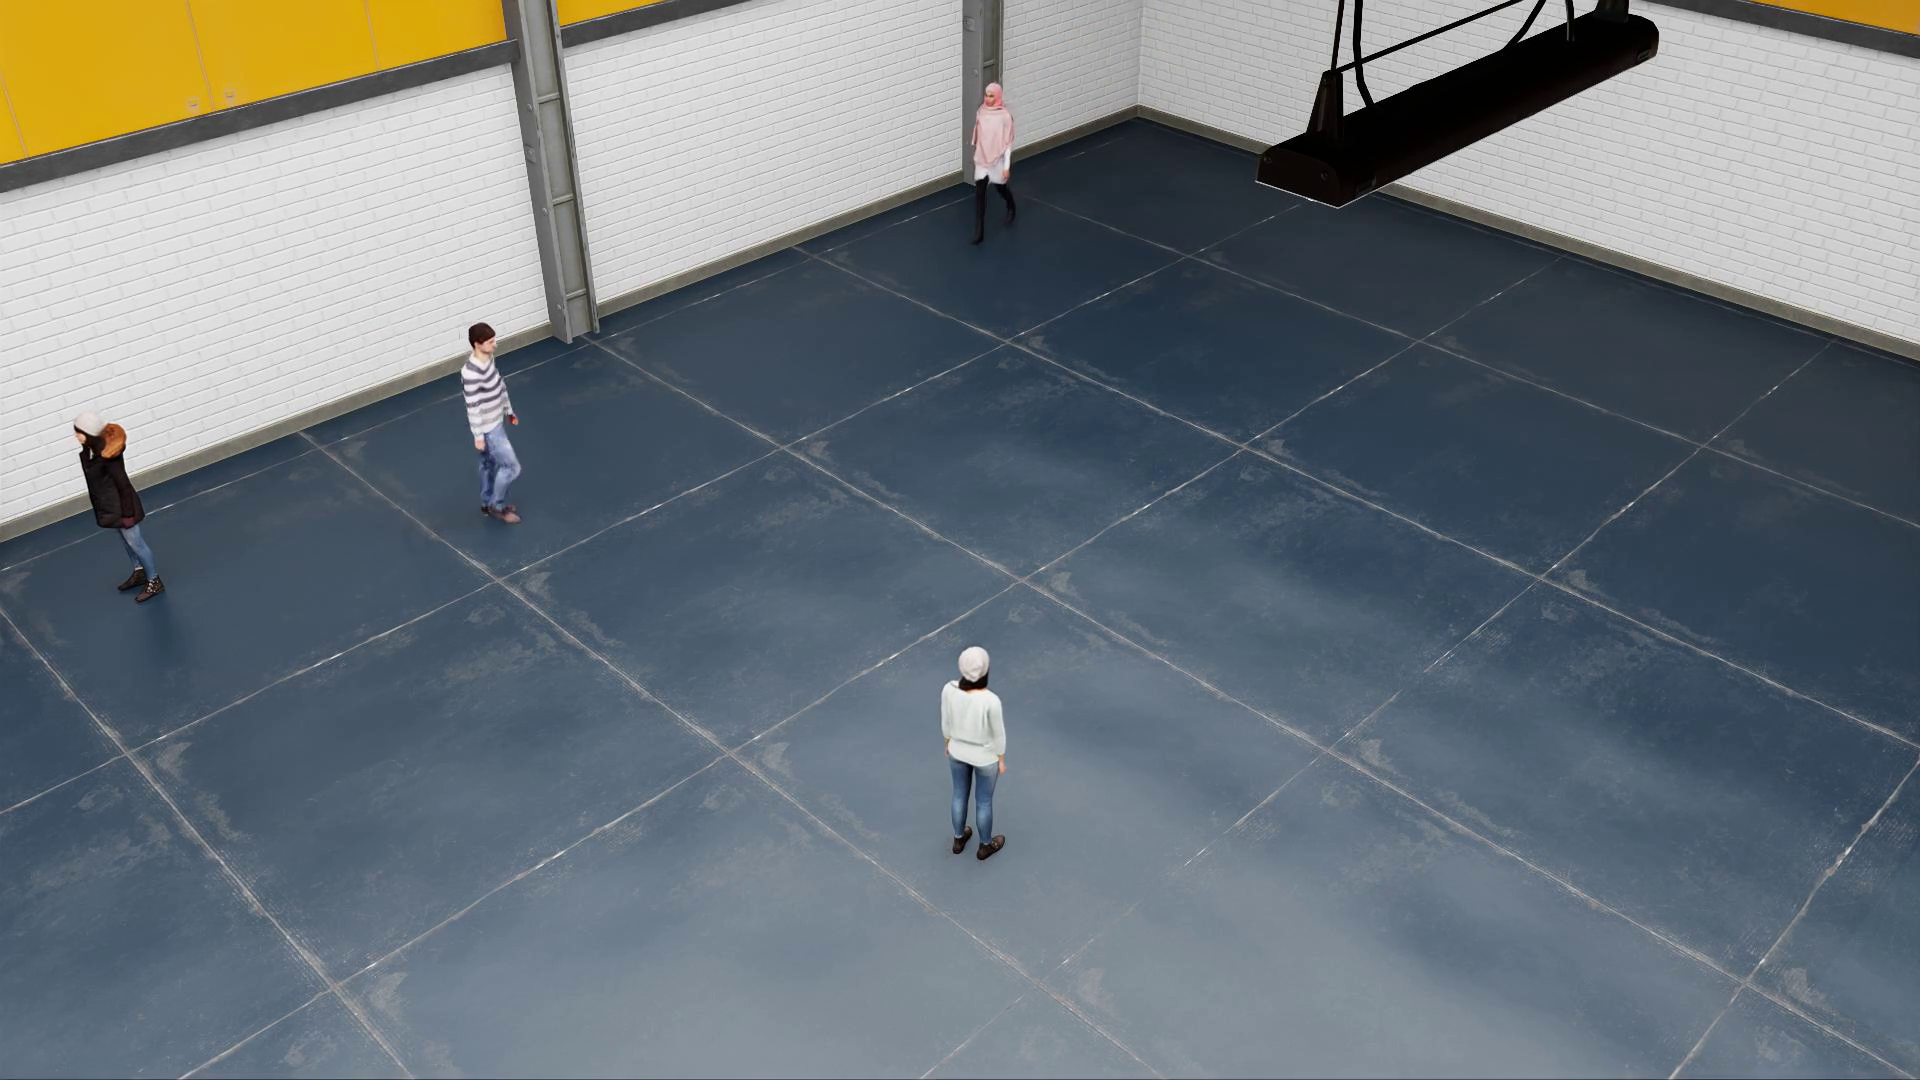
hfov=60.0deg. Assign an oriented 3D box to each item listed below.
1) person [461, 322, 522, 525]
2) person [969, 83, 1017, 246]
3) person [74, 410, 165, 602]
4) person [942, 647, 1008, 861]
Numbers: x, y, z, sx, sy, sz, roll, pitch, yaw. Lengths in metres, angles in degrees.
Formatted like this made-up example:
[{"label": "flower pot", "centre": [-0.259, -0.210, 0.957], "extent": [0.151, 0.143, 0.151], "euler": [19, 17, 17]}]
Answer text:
[{"label": "person", "centre": [-3.992, -0.953, 13.744], "extent": [0.884, 1.829, 0.827], "euler": [-3, 34, -5]}, {"label": "person", "centre": [0.423, -4.283, 18.818], "extent": [0.889, 1.758, 1.289], "euler": [16, 37, 23]}, {"label": "person", "centre": [-6.541, -0.285, 12.914], "extent": [0.641, 1.636, 0.618], "euler": [25, 41, 33]}, {"label": "person", "centre": [0.090, 1.332, 10.473], "extent": [0.629, 1.645, 0.608], "euler": [14, 36, 20]}]
